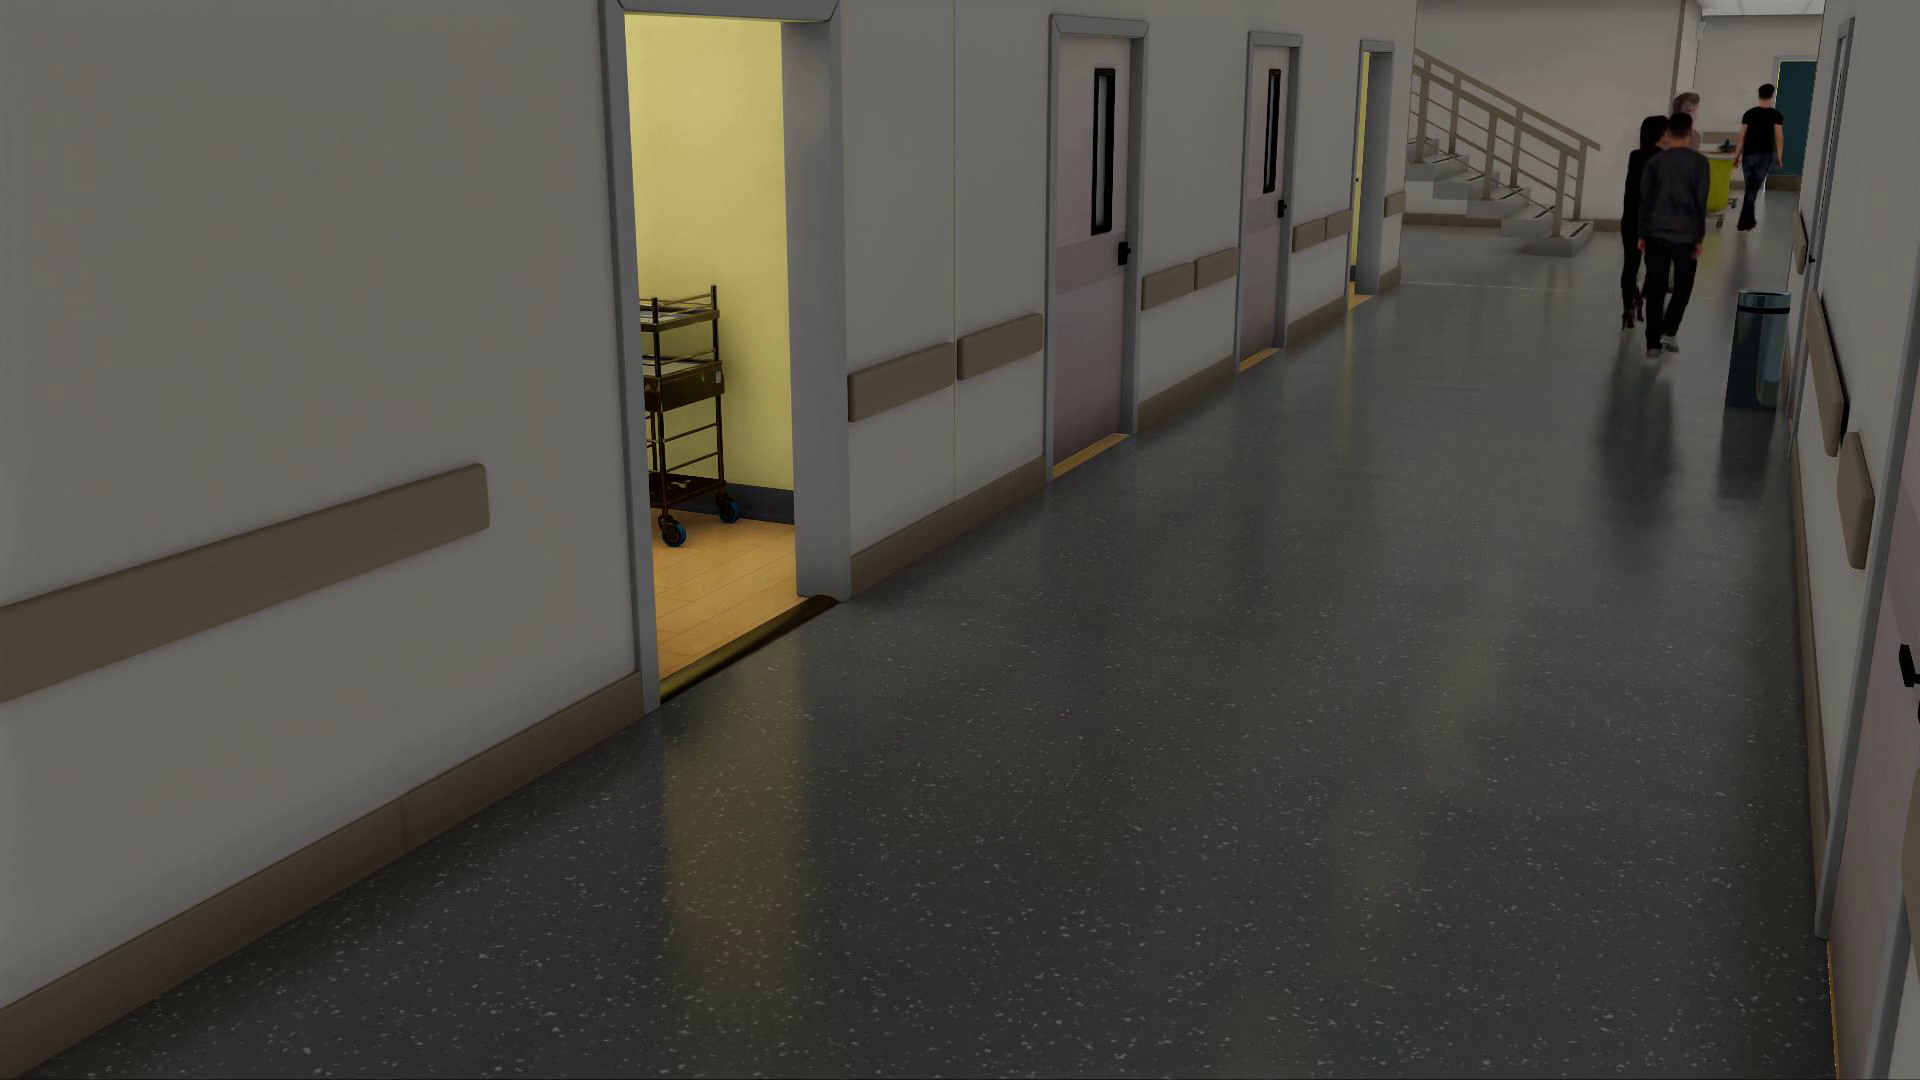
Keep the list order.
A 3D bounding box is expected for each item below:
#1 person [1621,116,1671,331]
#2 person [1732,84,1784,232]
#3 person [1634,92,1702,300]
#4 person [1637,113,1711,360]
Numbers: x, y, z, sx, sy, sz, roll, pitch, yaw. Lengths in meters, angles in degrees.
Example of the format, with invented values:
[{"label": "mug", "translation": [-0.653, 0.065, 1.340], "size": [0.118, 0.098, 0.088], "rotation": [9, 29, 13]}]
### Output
[{"label": "person", "translation": [5.478, -2.535, 13.386], "size": [0.612, 1.699, 0.728], "rotation": [13, 21, 39]}, {"label": "person", "translation": [10.365, -4.959, 21.695], "size": [1.026, 1.856, 0.955], "rotation": [13, 20, 39]}, {"label": "person", "translation": [6.323, -3.067, 15.027], "size": [1.291, 1.832, 0.978], "rotation": [14, 21, 41]}, {"label": "person", "translation": [5.129, -2.172, 12.001], "size": [0.549, 1.751, 0.697], "rotation": [8, 18, 27]}]
